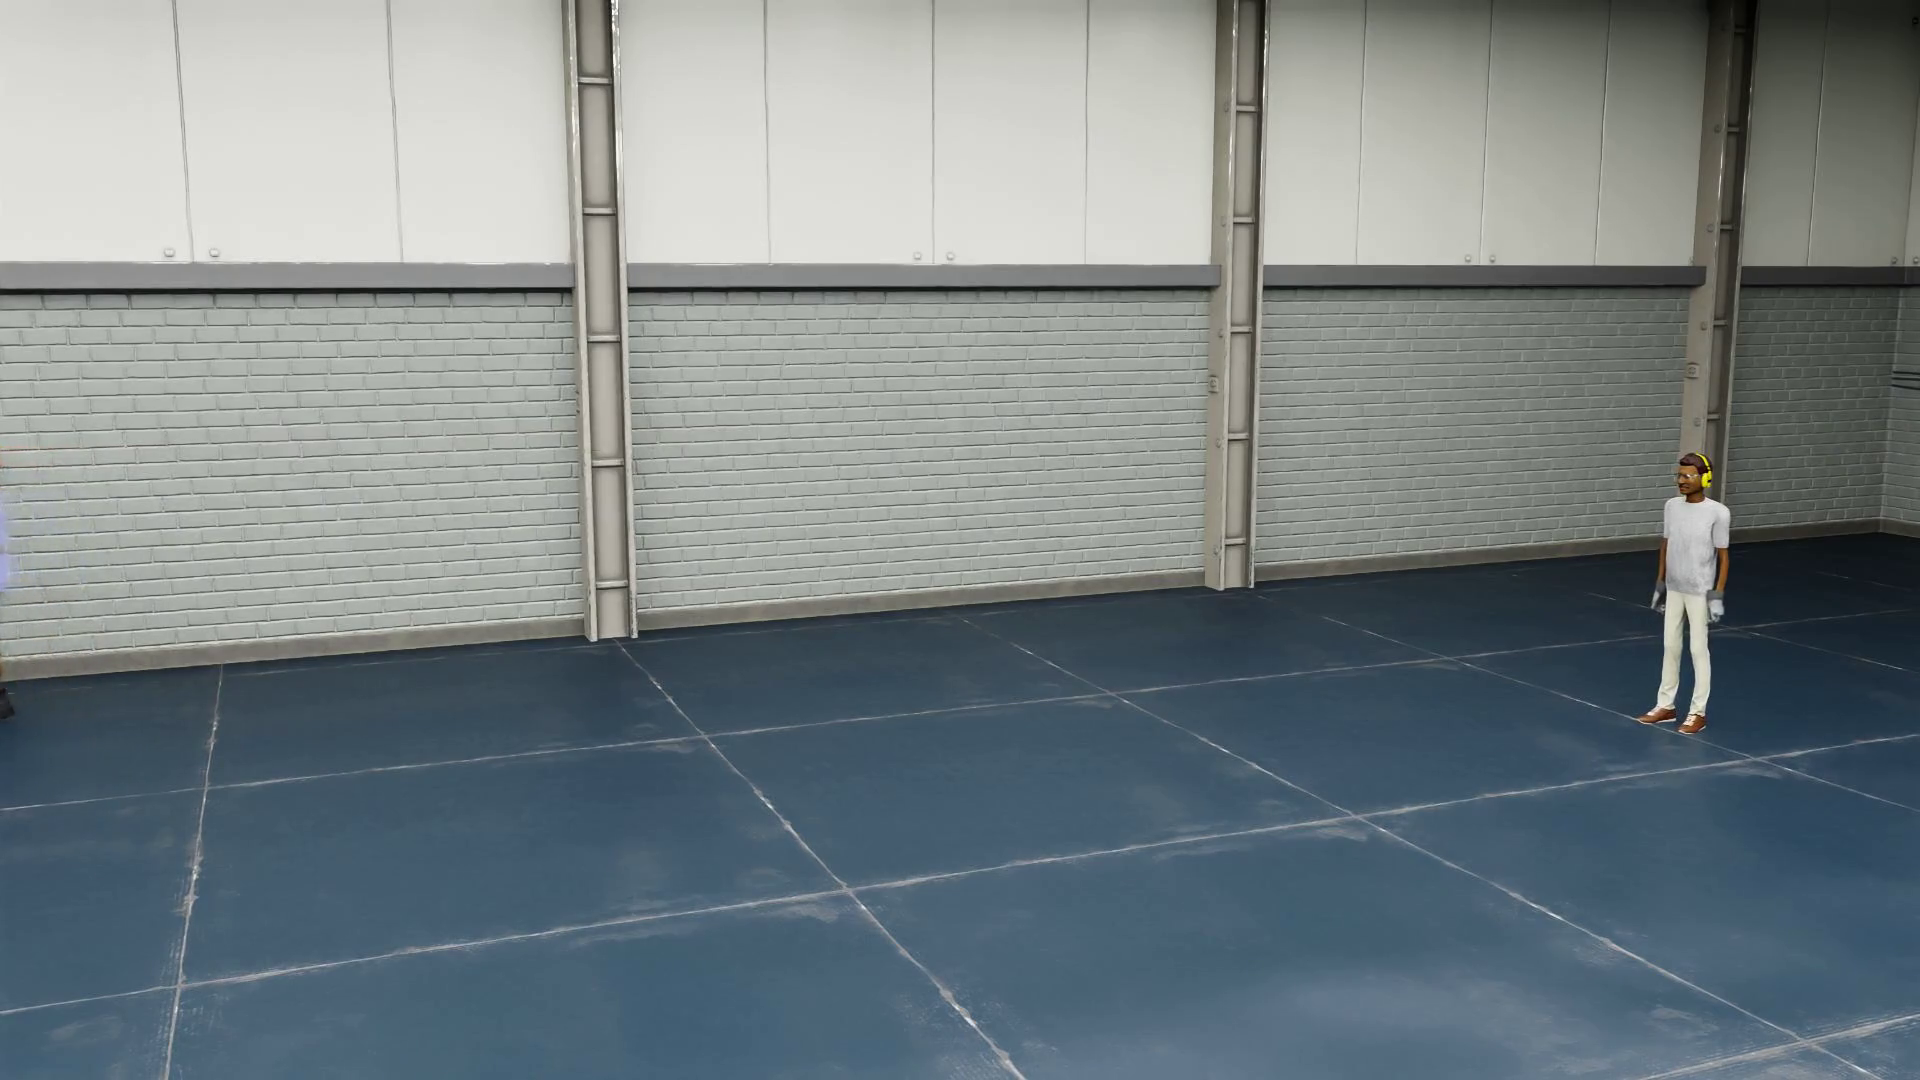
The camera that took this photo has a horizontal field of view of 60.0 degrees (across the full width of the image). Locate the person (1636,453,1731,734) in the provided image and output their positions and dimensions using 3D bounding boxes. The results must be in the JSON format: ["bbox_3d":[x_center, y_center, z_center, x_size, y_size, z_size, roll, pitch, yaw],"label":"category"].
[{"bbox_3d":[4.839,0.350,11.049,0.335,1.873,0.521,-5,10,-28],"label":"person"}]

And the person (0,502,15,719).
[{"bbox_3d":[-6.685,0.280,11.291,0.397,1.934,0.560,-3,10,-20],"label":"person"}]
